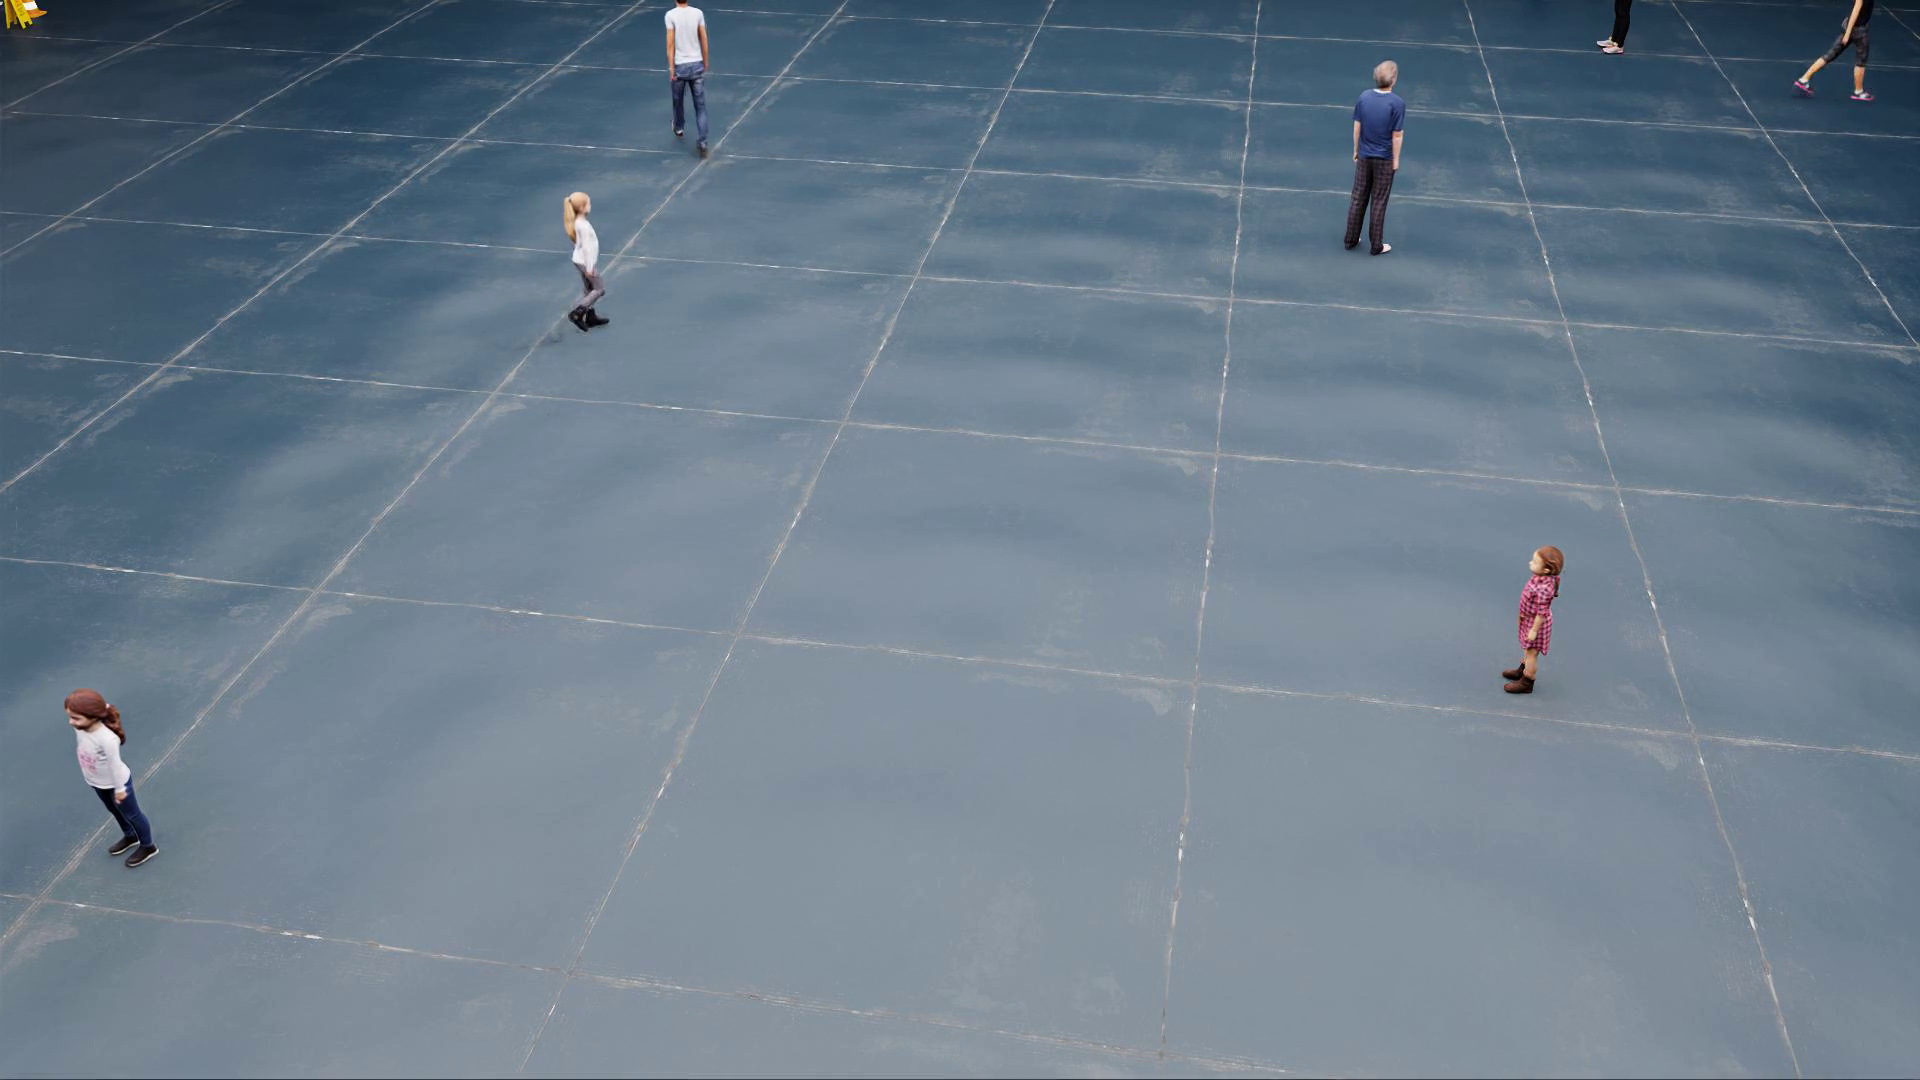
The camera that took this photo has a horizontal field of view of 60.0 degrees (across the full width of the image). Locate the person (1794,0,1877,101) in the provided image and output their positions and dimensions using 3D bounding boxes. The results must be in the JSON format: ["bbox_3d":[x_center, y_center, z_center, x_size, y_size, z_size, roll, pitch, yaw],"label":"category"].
[{"bbox_3d":[10.713,-6.174,20.155,1.194,1.677,0.725,11,34,17],"label":"person"}]

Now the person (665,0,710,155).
[{"bbox_3d":[-2.994,-5.207,18.490,1.189,1.818,1.101,-12,34,-18],"label":"person"}]

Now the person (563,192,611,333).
[{"bbox_3d":[-3.346,-2.426,14.597,0.729,1.269,0.659,-17,36,-24],"label":"person"}]

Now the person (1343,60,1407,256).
[{"bbox_3d":[4.009,-3.684,16.026,0.658,1.873,0.798,23,39,31],"label":"person"}]

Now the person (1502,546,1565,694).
[{"bbox_3d":[3.537,0.486,10.214,0.442,1.021,0.437,7,33,11],"label":"person"}]

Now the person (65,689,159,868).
[{"bbox_3d":[-4.550,1.255,8.910,0.476,1.112,0.556,17,36,25],"label":"person"}]

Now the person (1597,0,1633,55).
[{"bbox_3d":[8.792,-7.341,21.923,0.547,1.764,0.637,4,32,6],"label":"person"}]
